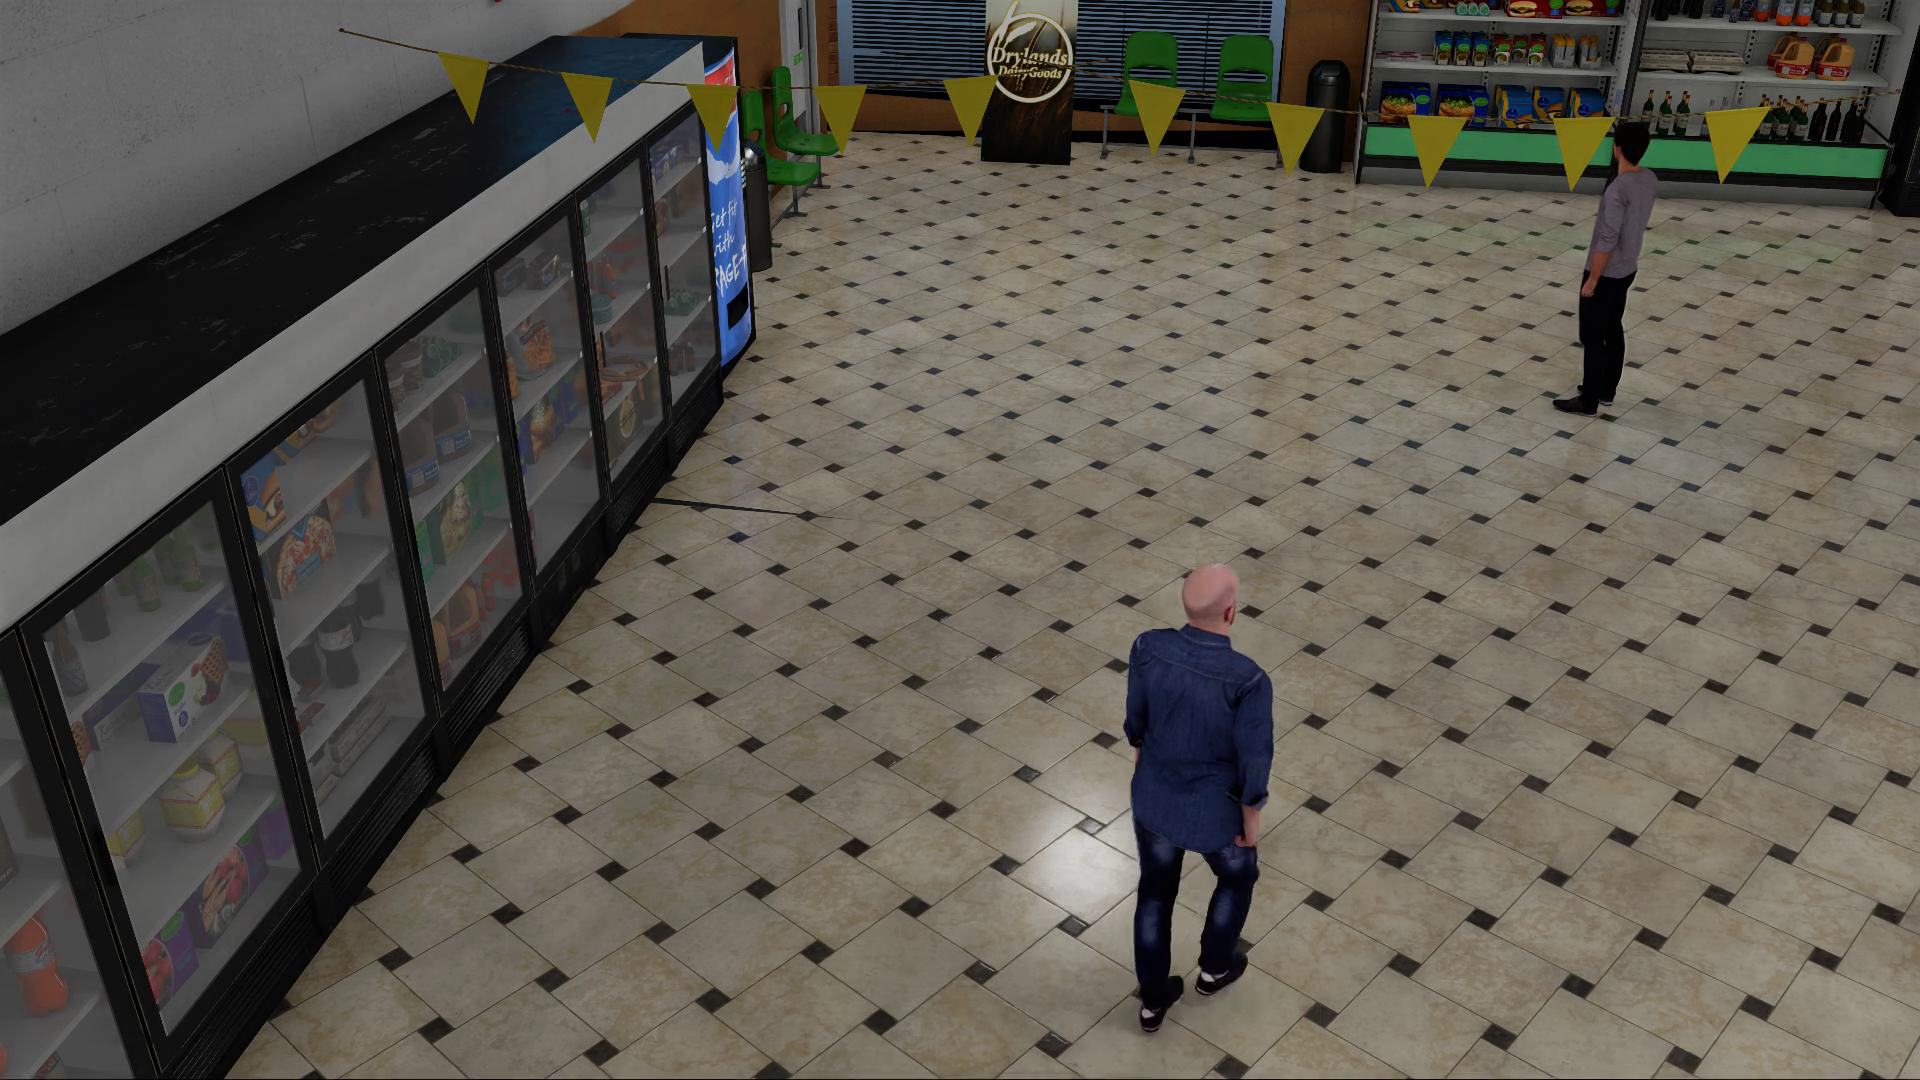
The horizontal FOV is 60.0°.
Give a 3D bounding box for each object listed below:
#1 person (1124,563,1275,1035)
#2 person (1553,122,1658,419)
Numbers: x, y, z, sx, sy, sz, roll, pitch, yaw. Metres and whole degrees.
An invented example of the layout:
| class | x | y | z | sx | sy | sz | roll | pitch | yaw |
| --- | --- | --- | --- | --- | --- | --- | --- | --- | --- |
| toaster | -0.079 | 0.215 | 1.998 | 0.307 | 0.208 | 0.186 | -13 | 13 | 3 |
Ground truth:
| class | x | y | z | sx | sy | sz | roll | pitch | yaw |
| --- | --- | --- | --- | --- | --- | --- | --- | --- | --- |
| person | 0.742 | 0.936 | 5.566 | 0.828 | 1.809 | 0.929 | 16 | 32 | 27 |
| person | 4.041 | -1.671 | 10.308 | 0.730 | 1.842 | 0.737 | -25 | 38 | -38 |
